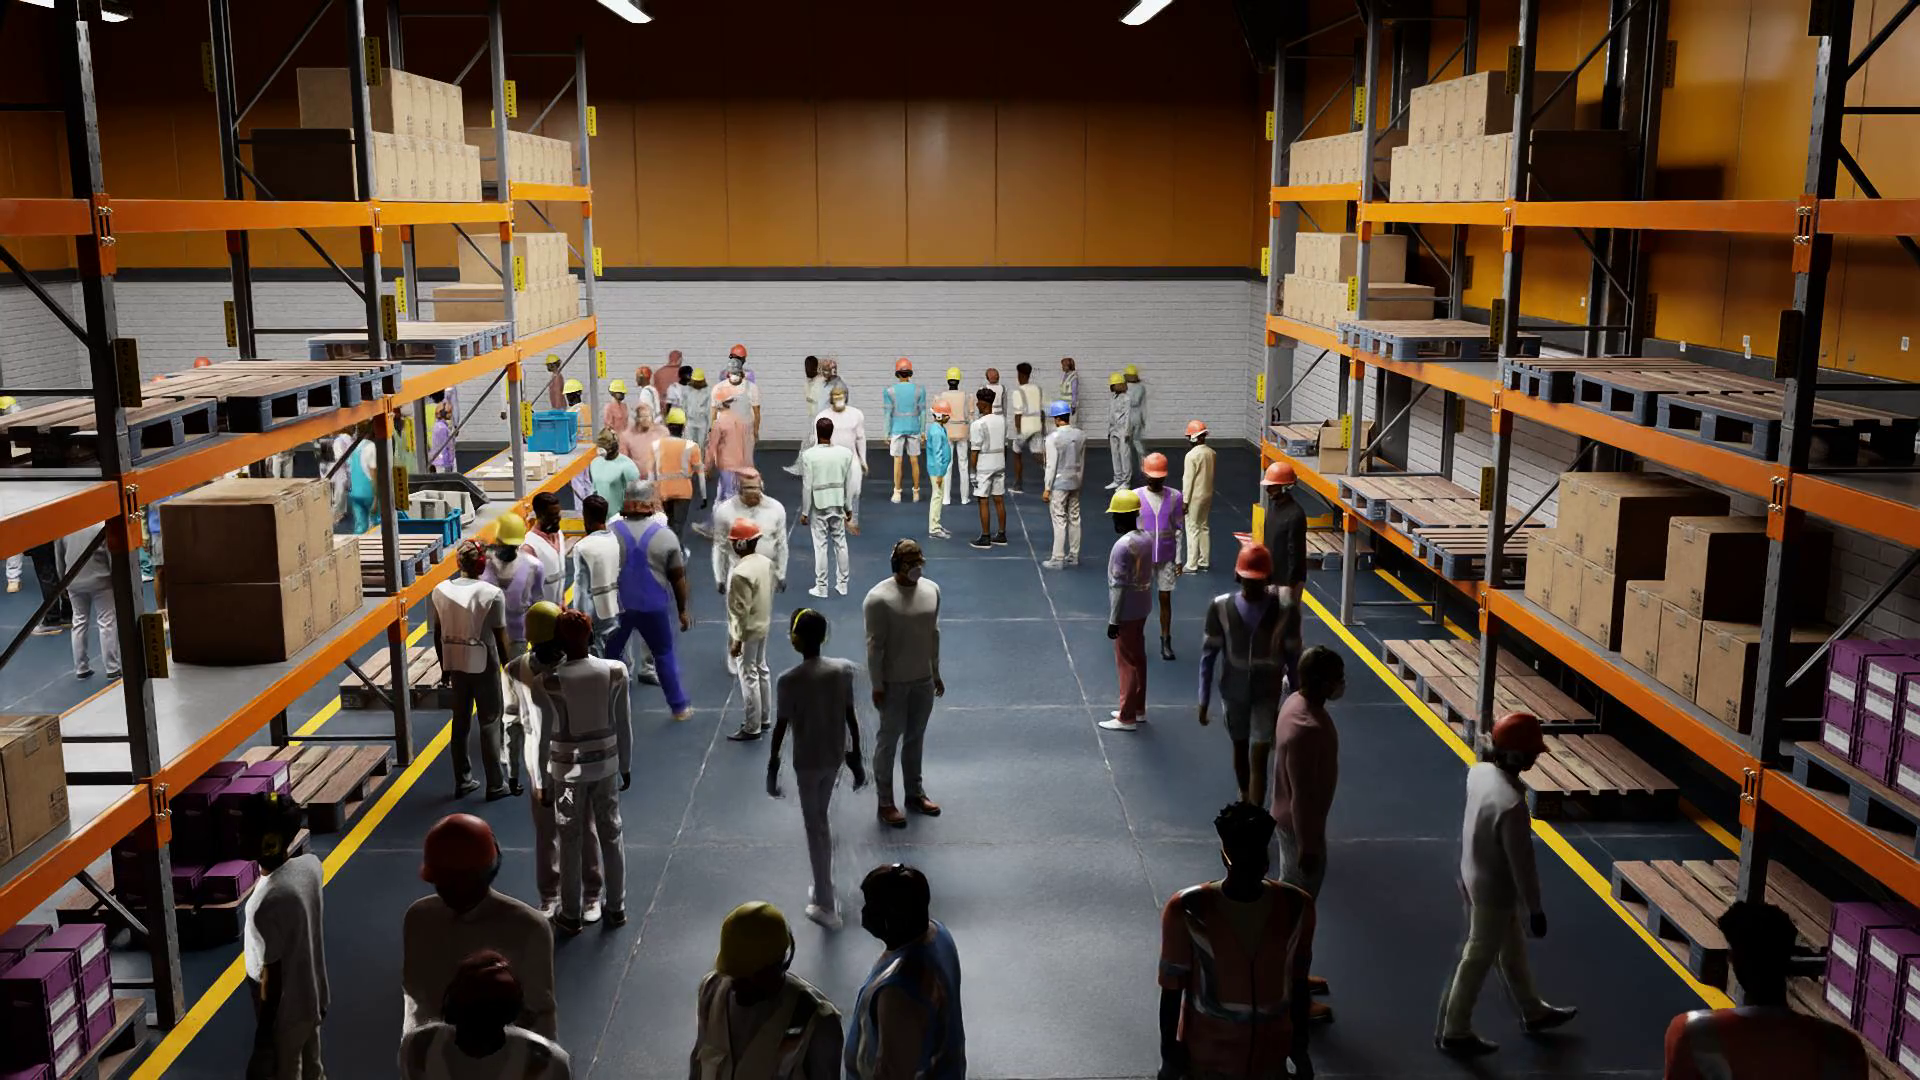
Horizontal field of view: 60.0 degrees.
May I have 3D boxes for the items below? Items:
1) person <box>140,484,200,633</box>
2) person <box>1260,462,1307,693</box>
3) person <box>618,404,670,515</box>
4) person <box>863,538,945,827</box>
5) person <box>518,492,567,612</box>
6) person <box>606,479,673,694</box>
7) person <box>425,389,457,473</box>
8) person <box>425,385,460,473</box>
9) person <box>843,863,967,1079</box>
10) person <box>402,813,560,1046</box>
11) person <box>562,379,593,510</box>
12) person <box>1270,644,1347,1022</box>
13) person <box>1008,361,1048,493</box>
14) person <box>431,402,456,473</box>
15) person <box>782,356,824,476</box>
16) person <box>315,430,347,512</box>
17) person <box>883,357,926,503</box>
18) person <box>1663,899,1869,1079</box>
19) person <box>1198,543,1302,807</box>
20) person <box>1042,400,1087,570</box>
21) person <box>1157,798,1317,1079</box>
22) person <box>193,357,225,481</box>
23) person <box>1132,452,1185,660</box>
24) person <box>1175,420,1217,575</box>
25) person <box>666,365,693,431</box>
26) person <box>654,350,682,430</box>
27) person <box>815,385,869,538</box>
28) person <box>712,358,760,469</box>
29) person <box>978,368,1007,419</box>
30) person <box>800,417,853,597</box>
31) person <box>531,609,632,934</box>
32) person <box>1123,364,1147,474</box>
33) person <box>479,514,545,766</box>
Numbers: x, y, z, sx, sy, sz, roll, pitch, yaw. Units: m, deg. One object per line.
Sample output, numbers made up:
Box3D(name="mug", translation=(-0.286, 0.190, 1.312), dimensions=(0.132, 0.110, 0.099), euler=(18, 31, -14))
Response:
Box3D(name="person", translation=(-7.674, -0.105, 16.197), dimensions=(0.602, 2.035, 0.404), euler=(-8, 14, -35))
Box3D(name="person", translation=(2.736, 0.316, 14.206), dimensions=(0.414, 1.987, 0.607), euler=(-3, 12, -13))
Box3D(name="person", translation=(-3.652, -0.657, 19.393), dimensions=(0.674, 1.849, 1.006), euler=(-3, 12, -15))
Box3D(name="person", translation=(-0.360, 0.936, 11.193), dimensions=(0.627, 1.940, 0.372), euler=(-10, 15, -42))
Box3D(name="person", translation=(-3.304, 0.553, 13.200), dimensions=(0.387, 1.911, 0.603), euler=(2, 11, 10))
Box3D(name="person", translation=(-2.761, 0.380, 14.223), dimensions=(0.602, 1.842, 0.383), euler=(-9, 14, -39))
Box3D(name="person", translation=(-7.303, -1.337, 23.221), dimensions=(0.548, 1.683, 0.417), euler=(4, 12, 18))
Box3D(name="person", translation=(-7.620, -1.682, 24.296), dimensions=(0.605, 1.949, 0.402), euler=(-3, 12, -16))
Box3D(name="person", translation=(-0.197, 2.035, 5.969), dimensions=(0.431, 1.836, 0.618), euler=(2, 11, 8))
Box3D(name="person", translation=(-1.759, 1.935, 6.076), dimensions=(0.618, 1.986, 0.408), euler=(3, 12, 15))
Box3D(name="person", translation=(-4.969, -1.132, 21.640), dimensions=(0.398, 1.911, 0.597), euler=(2, 11, 11))
Box3D(name="person", translation=(1.764, 1.471, 8.514), dimensions=(0.354, 1.936, 0.635), euler=(2, 11, 10))
Box3D(name="person", translation=(1.059, -1.599, 23.940), dimensions=(0.610, 1.935, 0.854), euler=(-10, 15, -40))
Box3D(name="person", translation=(-6.683, -0.976, 21.560), dimensions=(0.317, 1.631, 0.520), euler=(-4, 12, -20))
Box3D(name="person", translation=(-2.254, -1.894, 25.564), dimensions=(0.989, 1.862, 0.598), euler=(-9, 15, -39))
Box3D(name="person", translation=(-8.538, -1.197, 22.409), dimensions=(0.320, 1.738, 0.483), euler=(4, 12, 18))
Box3D(name="person", translation=(-0.775, -1.535, 23.313), dimensions=(0.608, 2.048, 0.364), euler=(-2, 11, -10))
Box3D(name="person", translation=(2.569, 2.124, 5.330), dimensions=(0.609, 1.920, 0.939), euler=(1, 11, 6))
Box3D(name="person", translation=(1.854, 1.005, 10.716), dimensions=(0.637, 1.985, 1.033), euler=(3, 12, 16))
Box3D(name="person", translation=(1.183, -0.630, 19.046), dimensions=(0.601, 1.940, 0.395), euler=(-10, 15, -42))
Box3D(name="person", translation=(1.039, 1.907, 6.253), dimensions=(0.612, 1.963, 0.363), euler=(-2, 11, -9))
Box3D(name="person", translation=(-10.861, -1.645, 24.001), dimensions=(0.623, 1.990, 0.390), euler=(-8, 14, -35))
Box3D(name="person", translation=(1.772, 0.152, 15.167), dimensions=(0.549, 1.927, 0.393), euler=(-1, 11, -3))
Box3D(name="person", translation=(2.670, -0.485, 18.826), dimensions=(0.350, 1.739, 0.574), euler=(9, 14, 37))
Box3D(name="person", translation=(-4.434, -1.931, 26.272), dimensions=(0.559, 1.664, 0.444), euler=(-9, 15, -39))
Box3D(name="person", translation=(-4.568, -2.100, 26.664), dimensions=(0.652, 1.884, 0.959), euler=(3, 12, 17))
Box3D(name="person", translation=(-1.470, -0.968, 20.754), dimensions=(0.679, 1.936, 0.407), euler=(-4, 12, -18))
Box3D(name="person", translation=(-3.164, -1.570, 23.506), dimensions=(0.681, 2.000, 0.535), euler=(-1, 11, -3))
Box3D(name="person", translation=(0.508, -1.863, 25.983), dimensions=(0.523, 1.639, 0.306), euler=(-6, 13, -28))
Box3D(name="person", translation=(-1.406, -0.347, 17.680), dimensions=(0.597, 1.916, 0.371), euler=(-6, 13, -30))
Box3D(name="person", translation=(-2.141, 1.313, 9.462), dimensions=(0.575, 1.880, 0.358), euler=(-6, 13, -28))
Box3D(name="person", translation=(2.663, -1.851, 25.697), dimensions=(0.500, 1.726, 0.467), euler=(-5, 12, -24))
Box3D(name="person", translation=(-3.429, 0.697, 12.516), dimensions=(0.648, 1.880, 0.723), euler=(-3, 12, -14))
